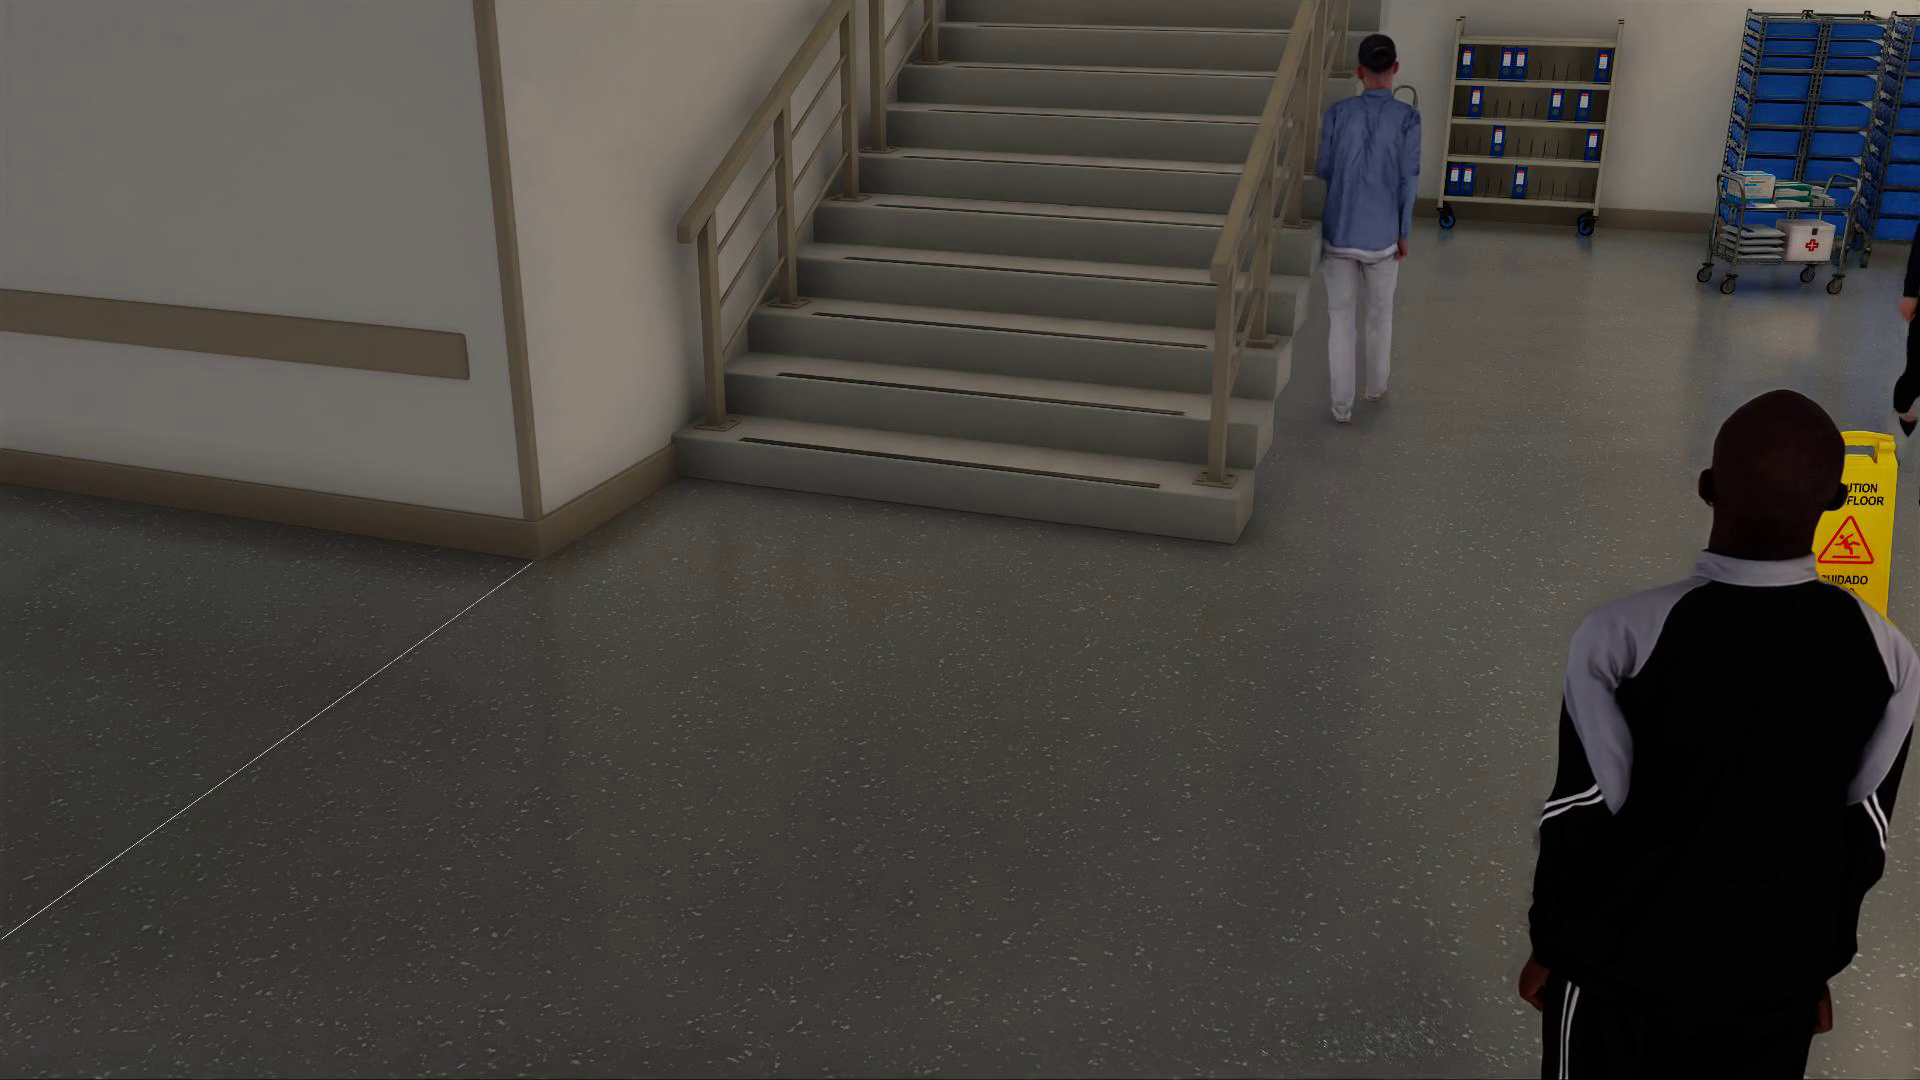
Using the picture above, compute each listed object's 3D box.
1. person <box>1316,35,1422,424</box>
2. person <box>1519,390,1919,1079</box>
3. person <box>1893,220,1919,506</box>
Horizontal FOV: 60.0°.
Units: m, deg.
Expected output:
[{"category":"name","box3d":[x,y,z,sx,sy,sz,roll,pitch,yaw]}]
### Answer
[{"category":"person","box3d":[1.955,-1.475,8.139,0.698,1.860,0.900,6,21,14]},{"category":"person","box3d":[1.142,0.640,2.602,0.688,1.828,0.608,4,21,10]},{"category":"person","box3d":[4.248,-0.998,7.115,0.599,1.694,0.962,6,22,16]}]
